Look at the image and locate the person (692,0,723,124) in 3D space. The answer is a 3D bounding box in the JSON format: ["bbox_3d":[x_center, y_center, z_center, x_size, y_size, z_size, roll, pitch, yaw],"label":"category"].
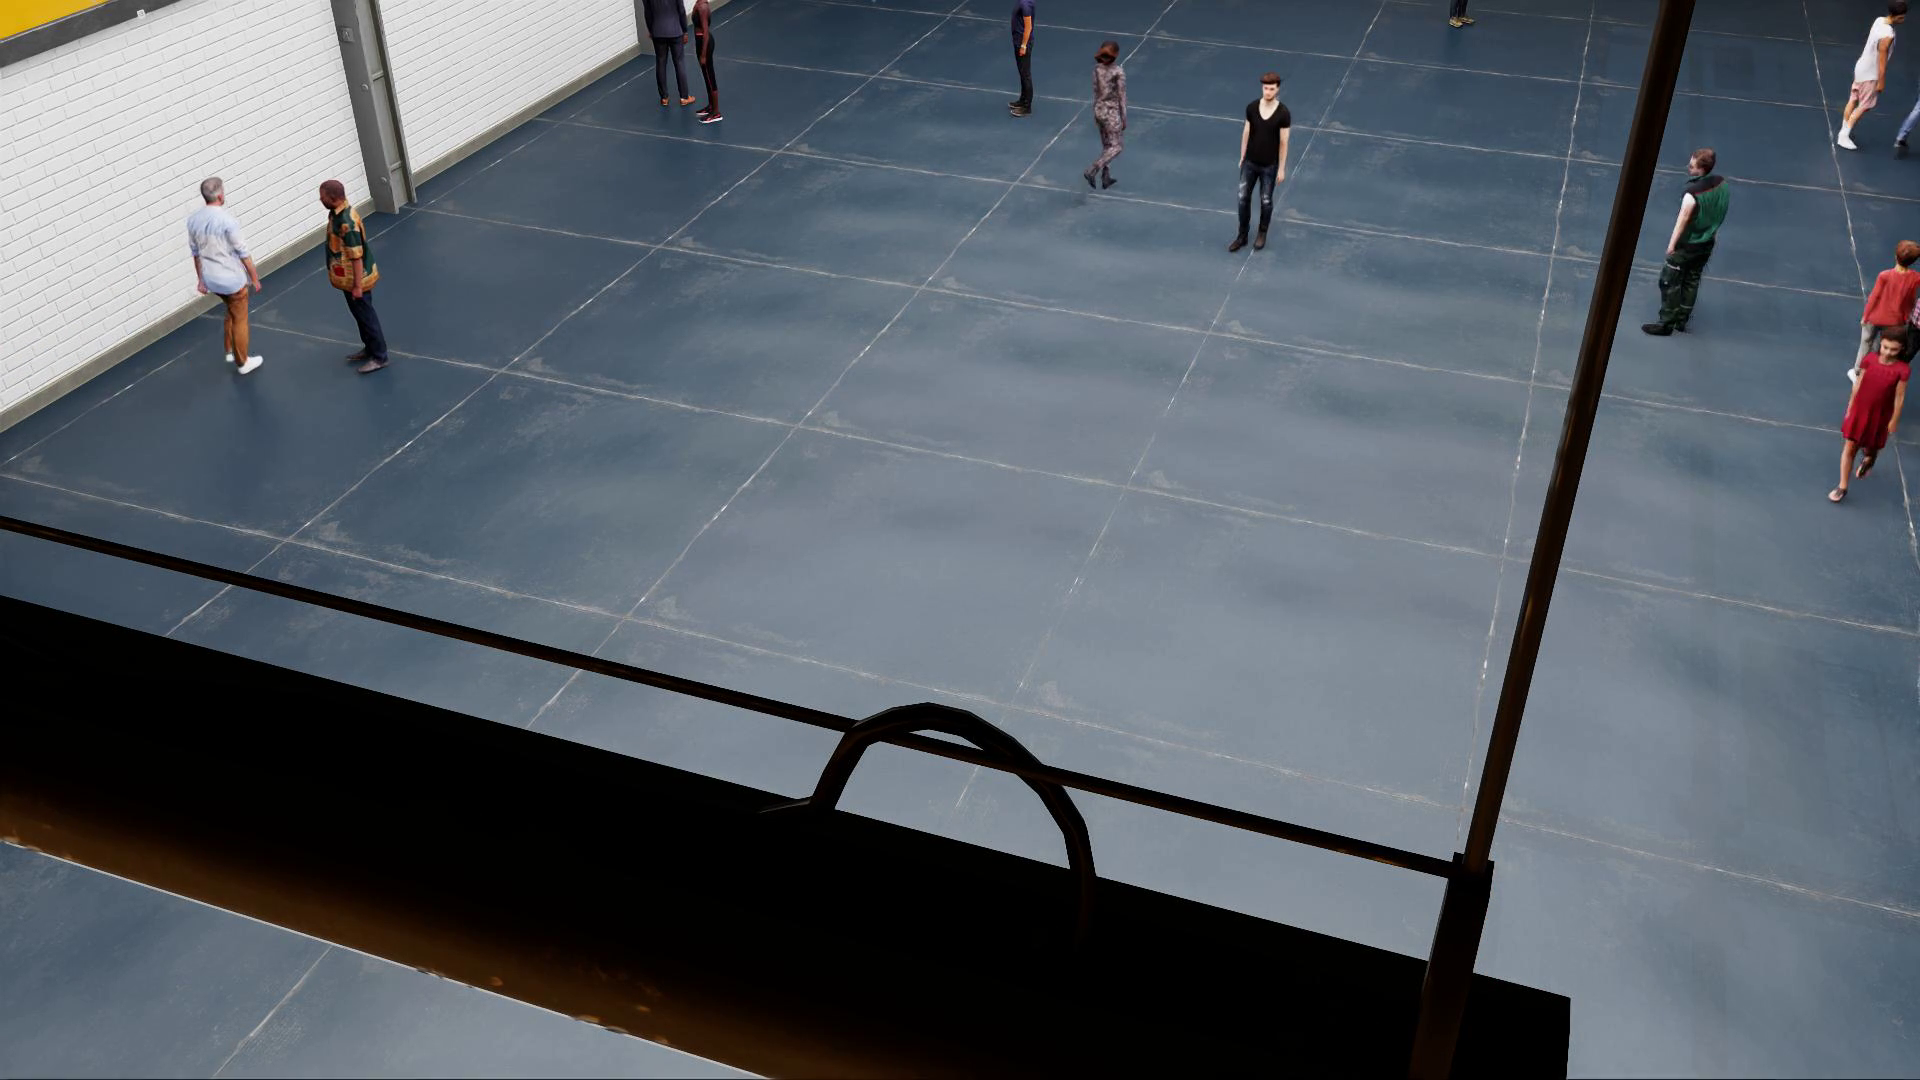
[{"bbox_3d":[-3.134,-6.074,20.535,0.724,1.758,0.637,-9,35,-13],"label":"person"}]

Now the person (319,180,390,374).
[{"bbox_3d":[-5.444,-2.391,14.951,0.864,1.806,0.824,-19,38,-26],"label":"person"}]

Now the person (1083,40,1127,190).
[{"bbox_3d":[1.609,-4.680,18.492,0.971,1.698,0.804,-29,43,-36],"label":"person"}]

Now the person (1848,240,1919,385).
[{"bbox_3d":[8.169,-1.941,14.633,0.609,1.409,0.794,5,34,7],"label":"person"}]

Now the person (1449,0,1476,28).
[{"bbox_3d":[7.316,-8.318,23.891,0.657,1.780,0.769,-24,40,-31],"label":"person"}]

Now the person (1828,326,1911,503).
[{"bbox_3d":[7.240,-1.047,13.184,0.724,1.524,0.903,27,42,35],"label":"person"}]

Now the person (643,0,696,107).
[{"bbox_3d":[-3.681,-6.398,20.963,0.743,1.824,0.686,4,34,6],"label":"person"}]

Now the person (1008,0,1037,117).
[{"bbox_3d":[0.795,-6.208,20.705,0.779,1.793,0.620,-3,34,-4],"label":"person"}]

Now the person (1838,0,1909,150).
[{"bbox_3d":[10.799,-5.592,19.819,0.915,1.749,0.577,-3,34,-4],"label":"person"}]

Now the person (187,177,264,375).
[{"bbox_3d":[-6.574,-2.294,14.806,0.682,1.805,0.617,12,35,17],"label":"person"}]

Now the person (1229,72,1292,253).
[{"bbox_3d":[3.161,-3.936,17.213,0.757,1.876,0.869,16,37,23],"label":"person"}]

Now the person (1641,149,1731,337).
[{"bbox_3d":[6.886,-2.798,15.548,0.807,1.823,0.876,-7,34,-10],"label":"person"}]
